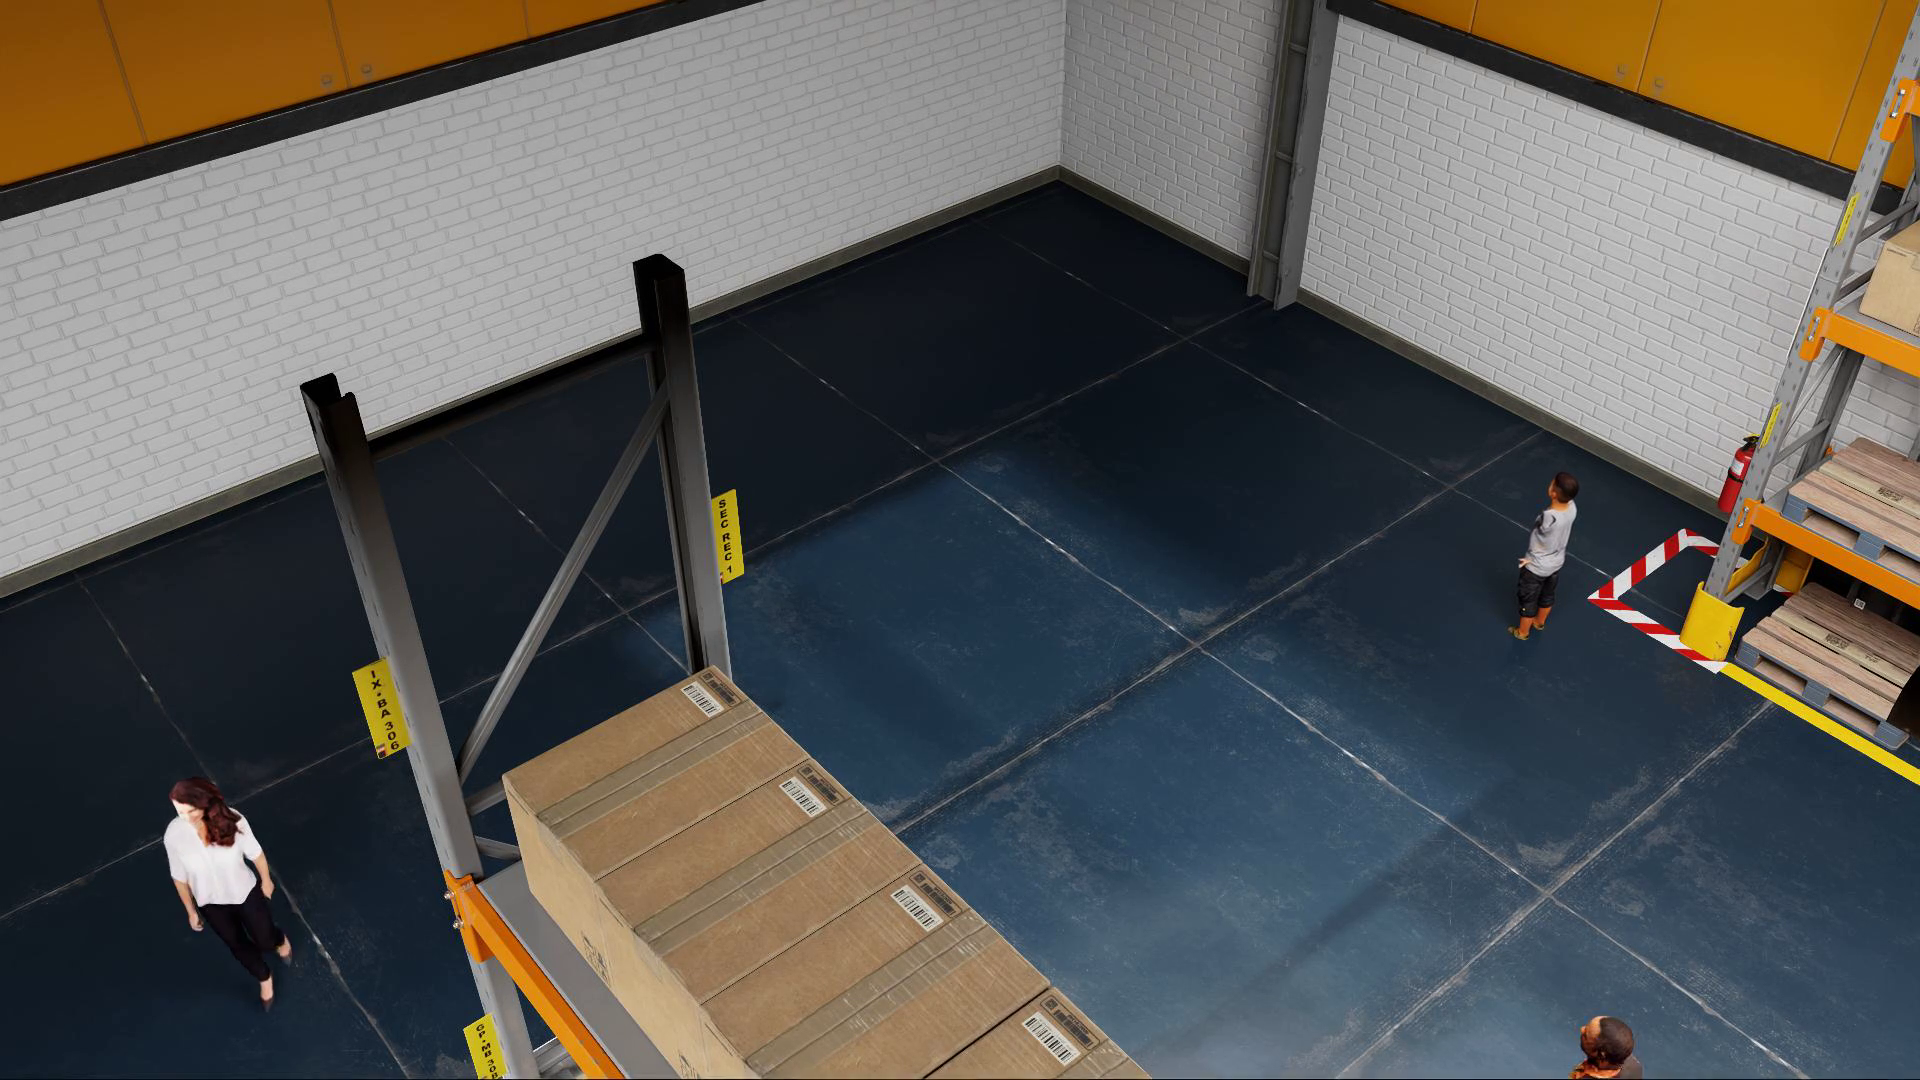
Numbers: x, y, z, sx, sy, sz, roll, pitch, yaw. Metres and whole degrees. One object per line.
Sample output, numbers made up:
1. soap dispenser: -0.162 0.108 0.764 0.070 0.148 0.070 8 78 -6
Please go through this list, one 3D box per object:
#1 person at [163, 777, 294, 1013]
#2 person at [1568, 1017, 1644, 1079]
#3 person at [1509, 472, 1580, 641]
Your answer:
1. person: -4.061 1.909 9.264 0.749 1.783 0.806 -9 40 -11
2. person: 2.981 2.979 7.862 1.261 1.861 0.859 26 46 29
3. person: 4.167 0.079 11.818 0.604 1.455 0.517 -23 44 -26
